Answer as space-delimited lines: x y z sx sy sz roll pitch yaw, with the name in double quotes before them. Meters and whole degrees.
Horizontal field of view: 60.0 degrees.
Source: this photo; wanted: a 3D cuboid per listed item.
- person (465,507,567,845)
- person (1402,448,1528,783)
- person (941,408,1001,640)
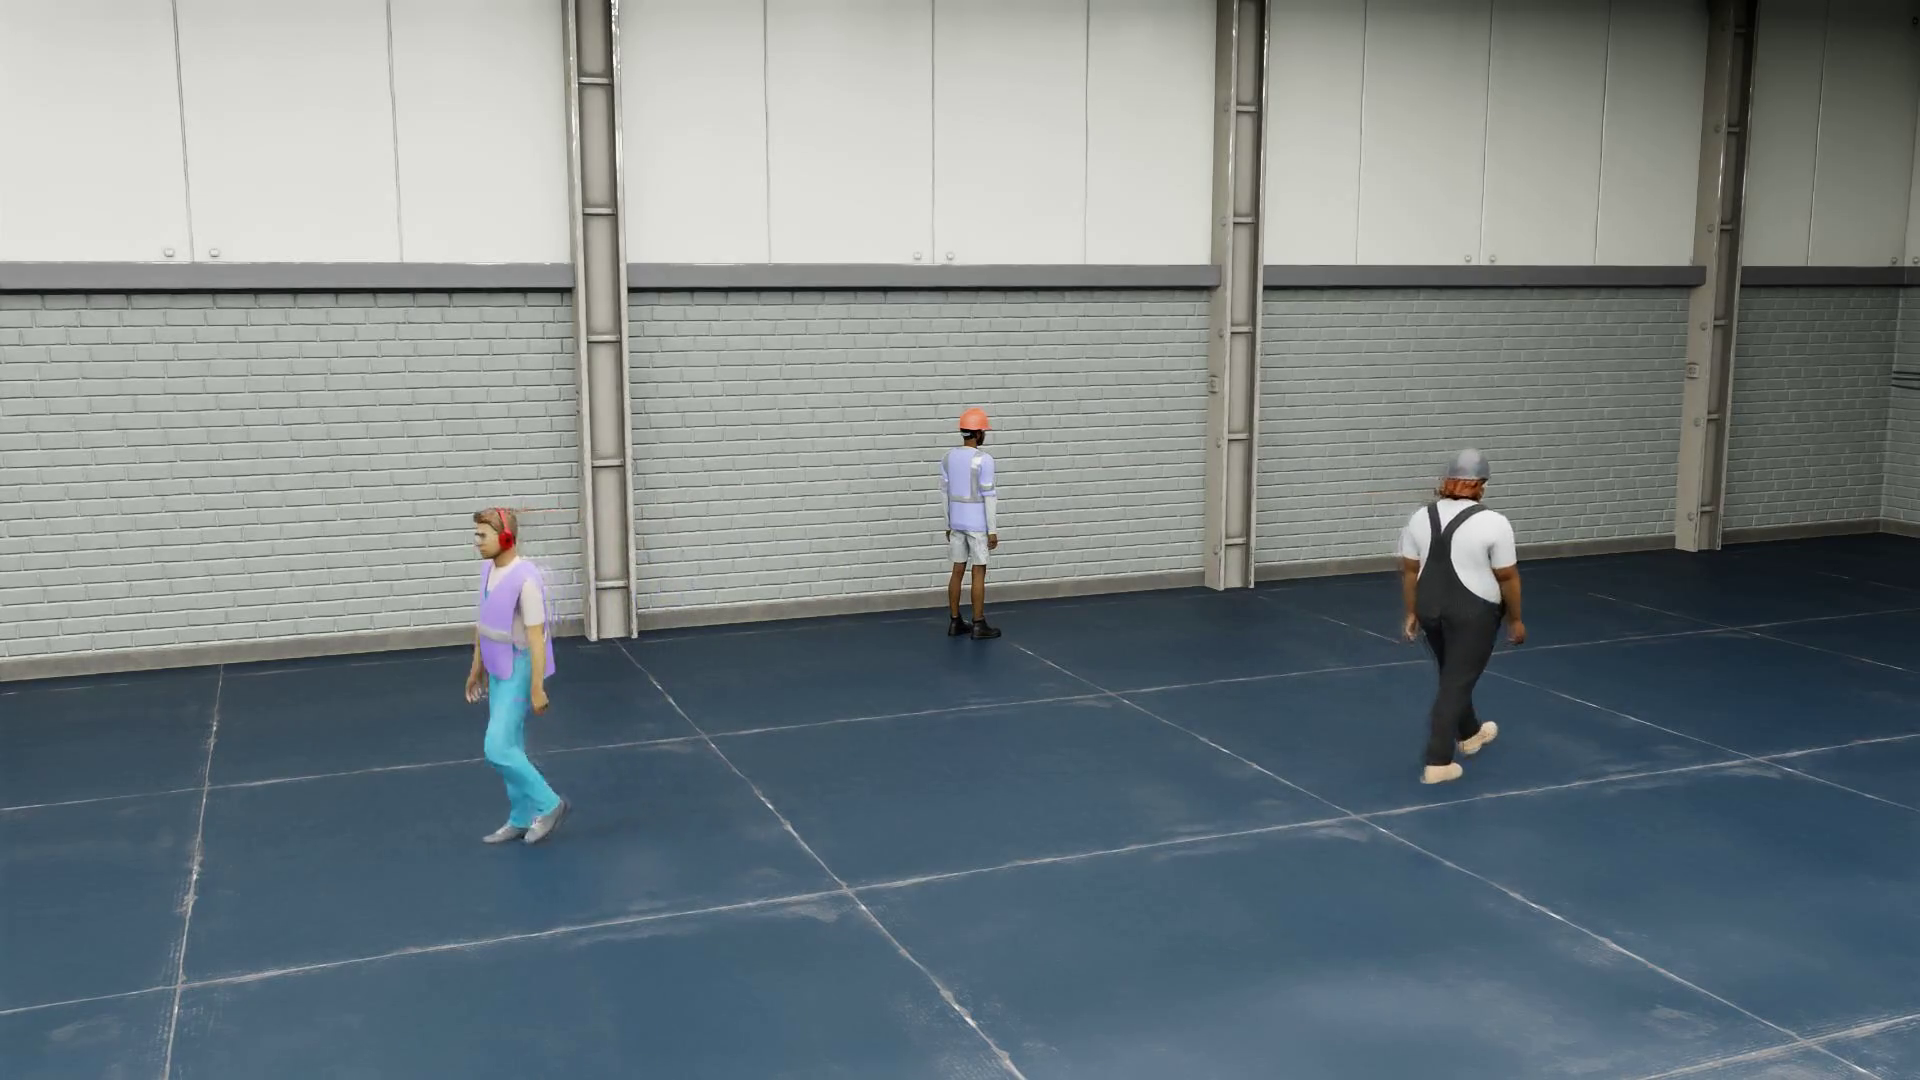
"person" -2.387 0.727 8.817 0.442 1.826 0.571 -6 11 -33
"person" 3.135 0.411 10.137 1.002 2.000 0.693 -6 11 -33
"person" 0.105 -0.136 13.894 0.553 1.935 0.362 8 12 41
